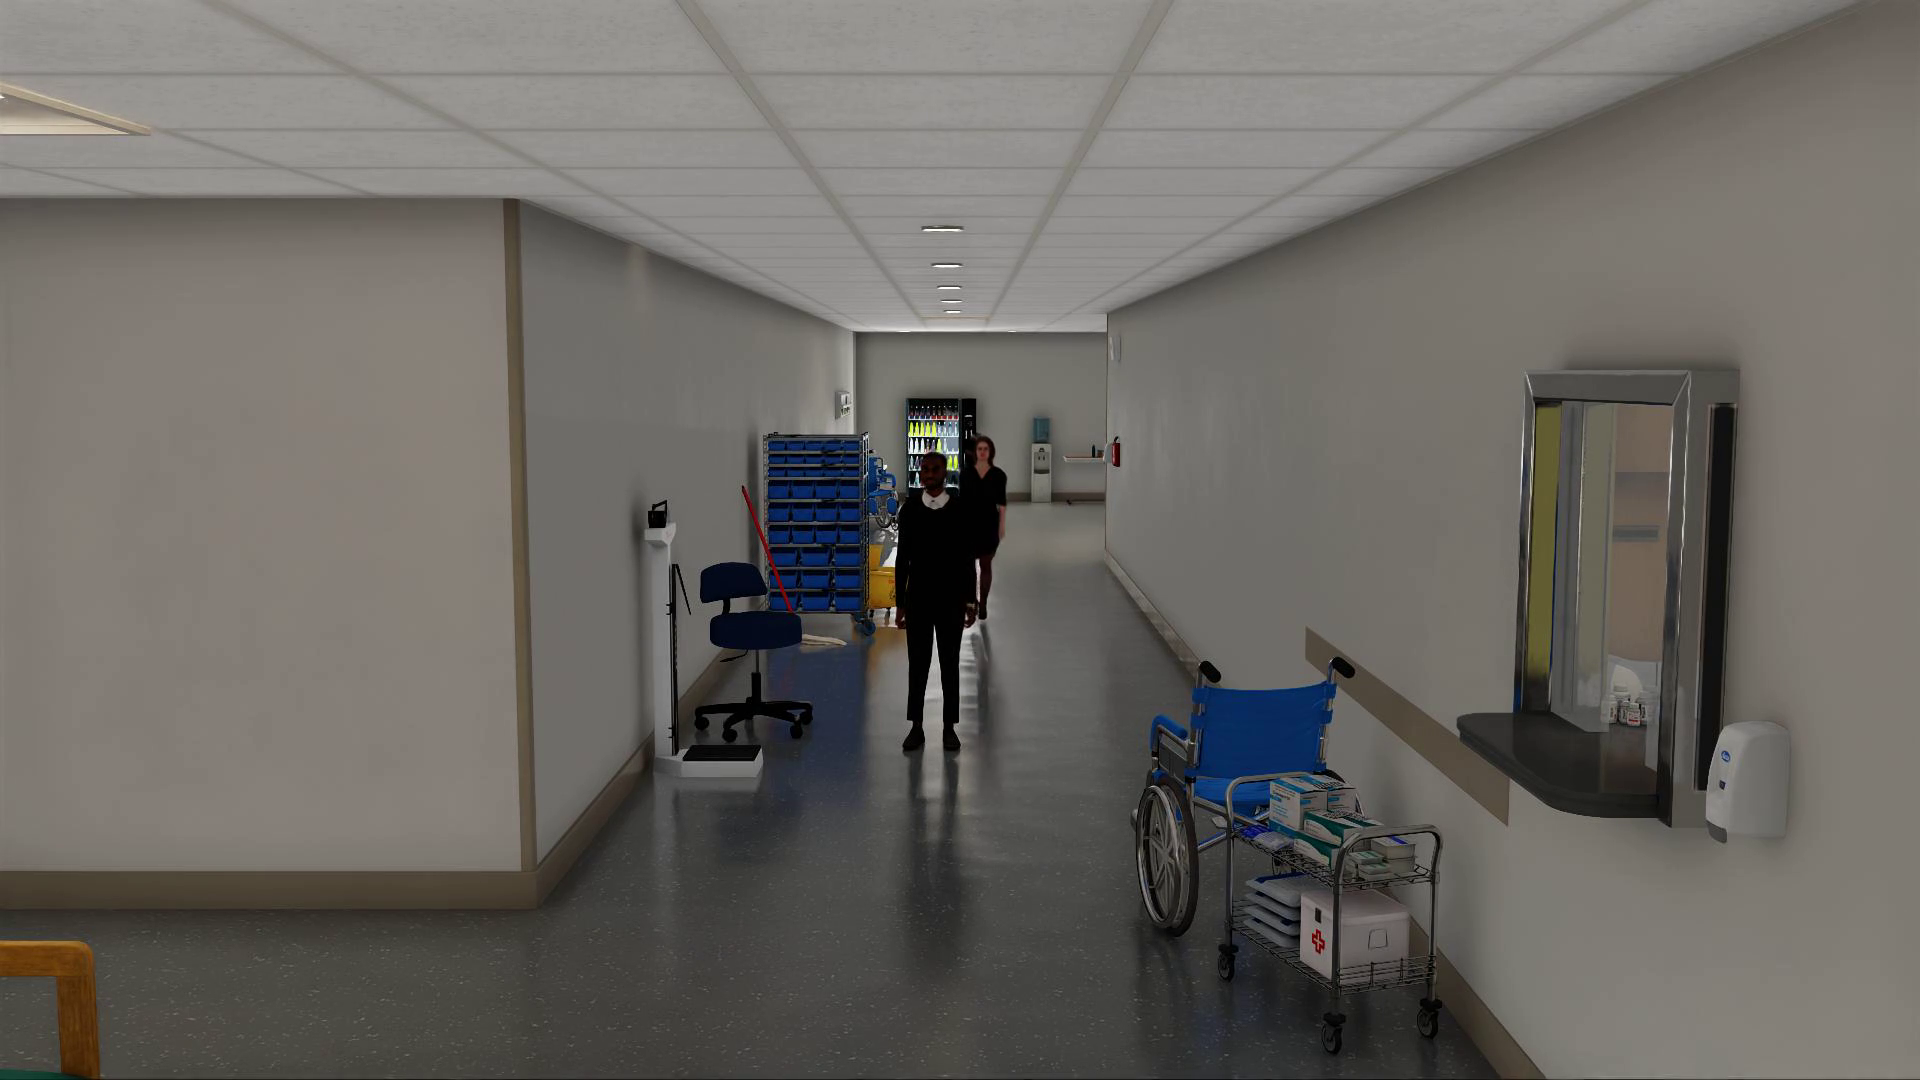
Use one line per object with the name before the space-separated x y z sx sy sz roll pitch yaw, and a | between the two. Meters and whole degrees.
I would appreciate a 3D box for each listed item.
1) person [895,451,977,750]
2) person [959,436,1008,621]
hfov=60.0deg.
person | -0.152 0.357 10.145 0.450 1.809 0.698 0 6 0
person | 0.197 -0.108 15.350 0.570 1.691 0.671 0 6 2
